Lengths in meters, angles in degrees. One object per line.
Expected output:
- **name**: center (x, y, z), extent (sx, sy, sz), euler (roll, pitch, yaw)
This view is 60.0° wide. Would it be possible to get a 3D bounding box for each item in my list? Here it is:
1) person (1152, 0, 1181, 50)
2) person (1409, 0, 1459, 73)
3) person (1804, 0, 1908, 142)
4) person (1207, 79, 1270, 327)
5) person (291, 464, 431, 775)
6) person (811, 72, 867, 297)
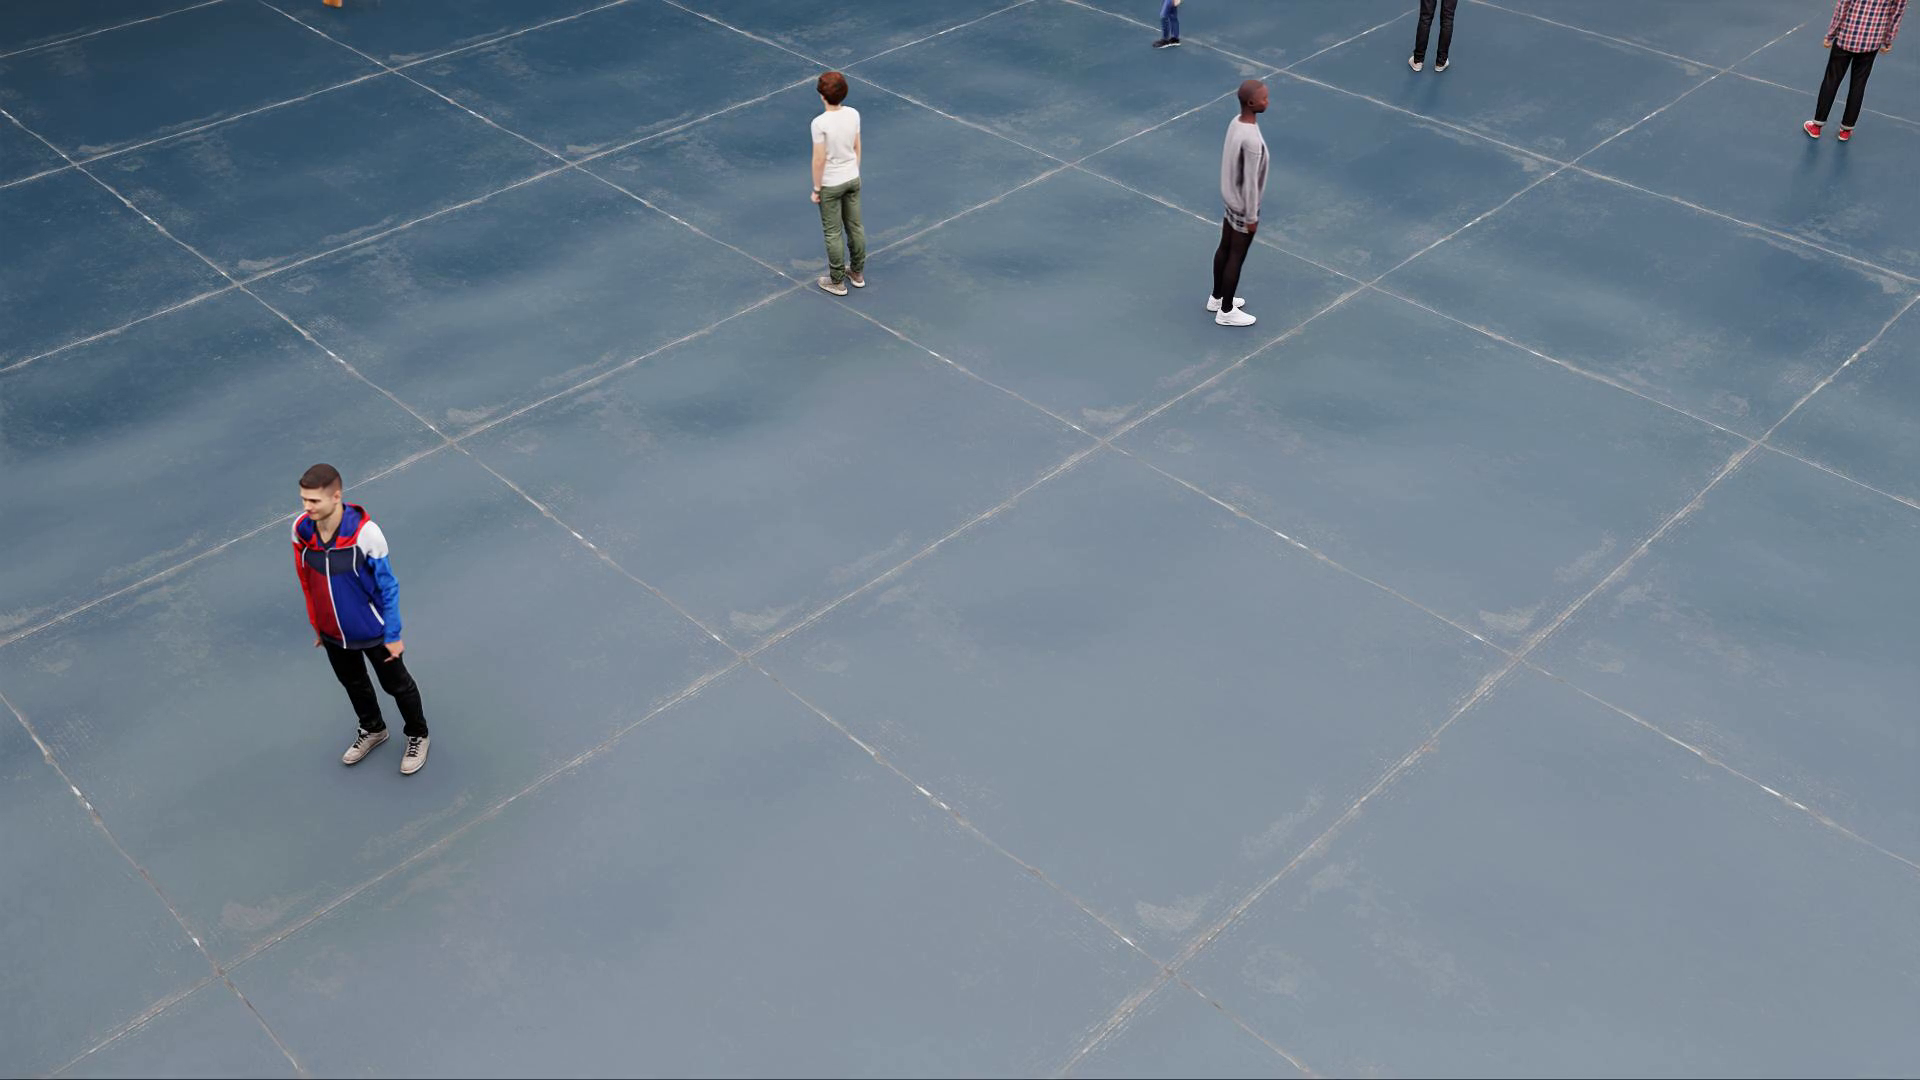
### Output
- **person**: center (2.103, -5.293, 16.017), extent (0.641, 1.102, 0.576), euler (-6, 38, -7)
- **person**: center (4.470, -5.232, 15.393), extent (0.700, 1.761, 0.720), euler (6, 38, 8)
- **person**: center (7.644, -4.282, 14.142), extent (0.782, 1.761, 0.761), euler (10, 38, 13)
- **person**: center (1.946, -2.358, 11.605), extent (0.717, 1.771, 0.692), euler (-5, 38, -7)
- **person**: center (-2.898, 0.382, 8.012), extent (0.722, 1.757, 0.727), euler (8, 38, 11)
- **person**: center (-0.874, -2.567, 11.976), extent (0.496, 1.654, 0.644), euler (-26, 44, -30)
